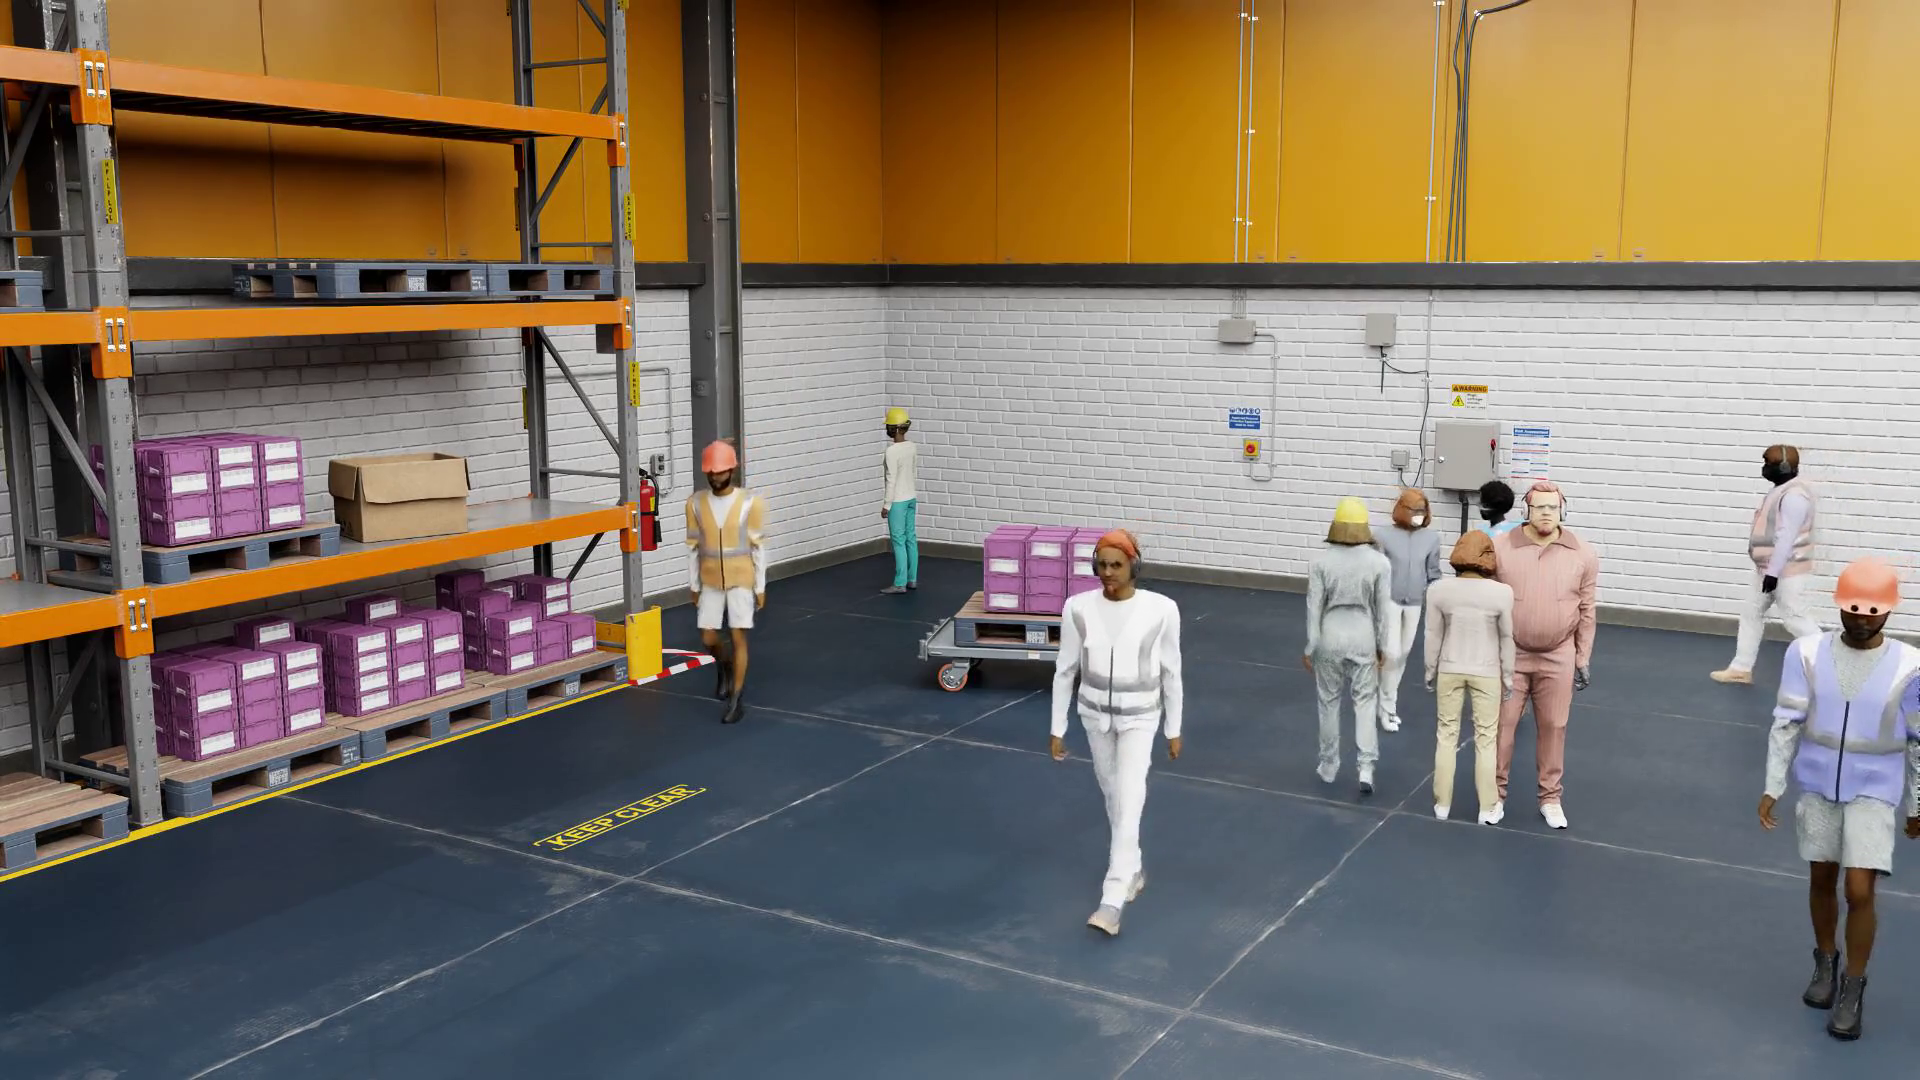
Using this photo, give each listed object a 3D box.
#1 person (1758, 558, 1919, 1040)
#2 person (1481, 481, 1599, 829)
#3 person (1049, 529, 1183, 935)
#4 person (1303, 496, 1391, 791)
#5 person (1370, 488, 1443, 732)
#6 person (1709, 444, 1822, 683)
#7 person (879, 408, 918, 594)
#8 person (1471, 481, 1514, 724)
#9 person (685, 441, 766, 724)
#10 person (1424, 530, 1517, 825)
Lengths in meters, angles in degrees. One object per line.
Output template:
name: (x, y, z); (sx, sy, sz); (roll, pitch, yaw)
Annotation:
person: (3.538, 1.018, 6.671); (0.558, 1.907, 0.736); (8, 12, 40)
person: (3.145, 0.626, 9.117); (0.643, 1.913, 0.410); (2, 9, 12)
person: (0.694, 0.881, 7.747); (0.596, 1.833, 0.960); (4, 10, 23)
person: (2.279, 0.614, 9.807); (0.499, 1.755, 0.420); (1, 9, 7)
person: (2.971, 0.462, 11.050); (0.513, 1.608, 0.608); (-2, 9, -13)
person: (6.051, 0.201, 12.110); (0.873, 1.810, 0.622); (2, 9, 12)
person: (-0.584, -0.367, 15.766); (0.312, 1.768, 0.522); (4, 10, 25)
person: (3.593, 0.422, 11.150); (0.324, 1.674, 0.638); (5, 10, 27)
person: (-1.578, 0.268, 11.338); (0.553, 1.923, 0.580); (1, 9, 6)
person: (2.812, 0.753, 9.184); (0.498, 1.633, 0.282); (5, 10, 28)
